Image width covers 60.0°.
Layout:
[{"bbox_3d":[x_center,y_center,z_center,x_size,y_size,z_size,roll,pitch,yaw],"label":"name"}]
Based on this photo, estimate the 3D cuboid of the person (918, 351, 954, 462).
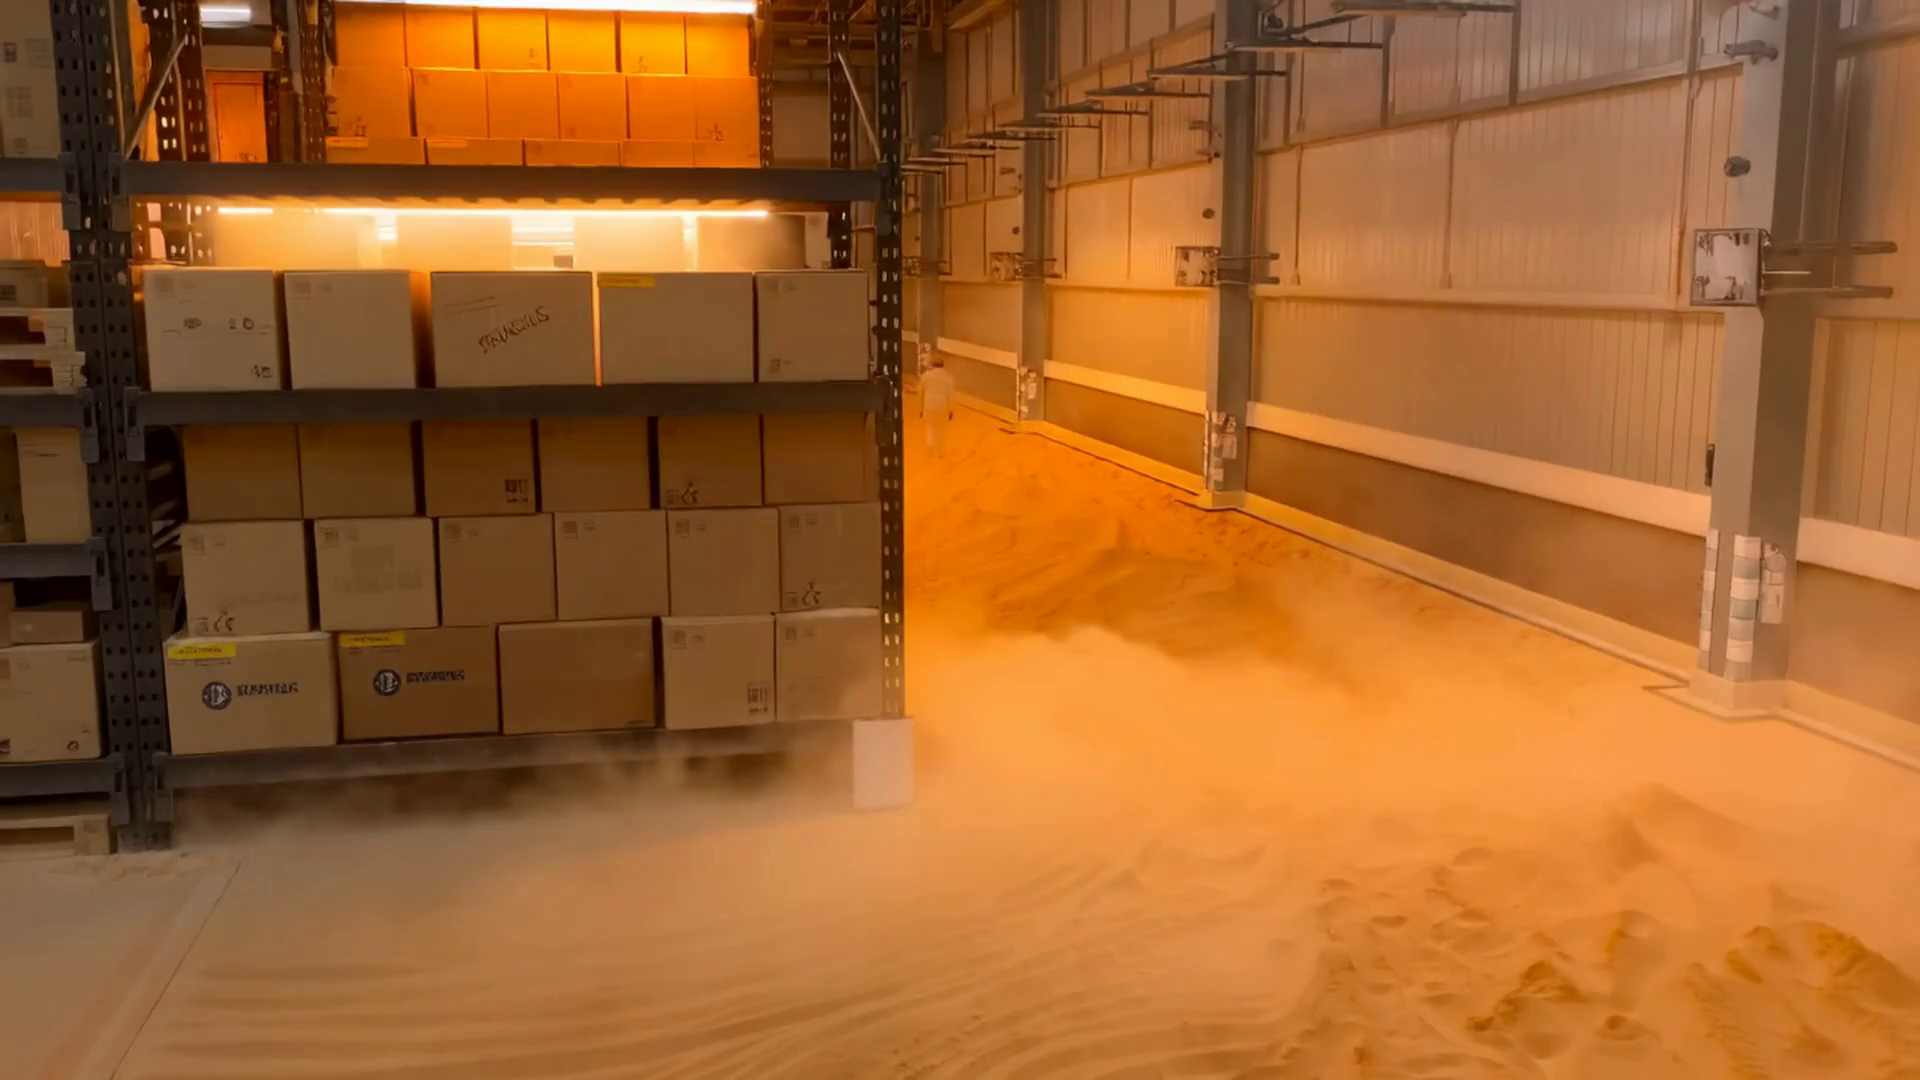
[{"bbox_3d":[-0.378,-2.092,26.072,0.568,1.721,0.809,1,9,4],"label":"person"}]
